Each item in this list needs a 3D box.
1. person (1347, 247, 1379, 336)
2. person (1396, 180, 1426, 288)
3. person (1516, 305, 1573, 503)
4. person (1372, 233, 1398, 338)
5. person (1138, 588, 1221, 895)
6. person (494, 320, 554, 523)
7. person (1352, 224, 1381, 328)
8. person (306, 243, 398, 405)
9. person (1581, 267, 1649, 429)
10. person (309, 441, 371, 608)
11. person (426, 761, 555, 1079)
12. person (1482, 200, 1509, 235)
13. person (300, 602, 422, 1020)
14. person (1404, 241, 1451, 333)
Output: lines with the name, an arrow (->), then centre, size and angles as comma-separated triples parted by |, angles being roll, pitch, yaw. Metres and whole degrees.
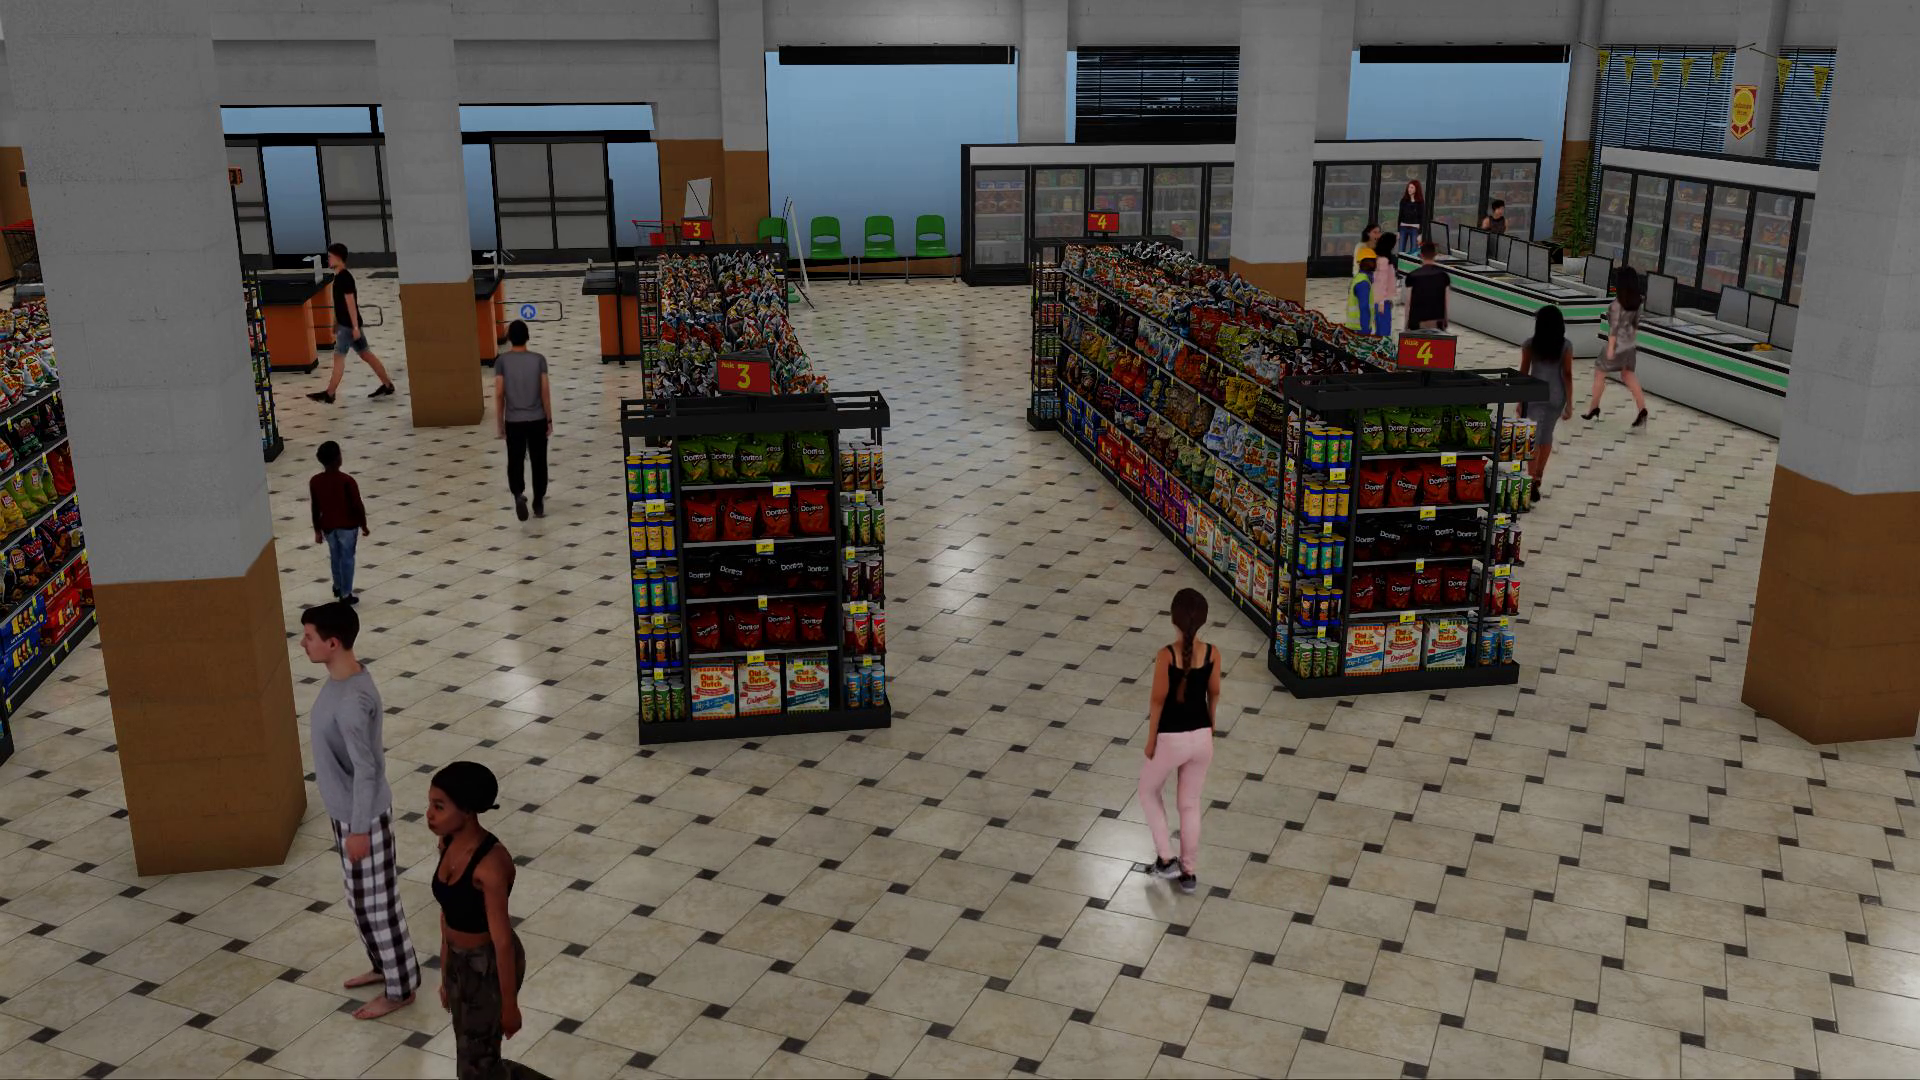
person -> 4.513, -2.391, 18.753 | 0.790, 1.812, 0.610 | 2, 17, 7
person -> 7.496, -5.098, 27.707 | 0.669, 1.789, 0.720 | 10, 19, 29
person -> 5.225, -1.166, 14.867 | 0.925, 1.727, 1.214 | 4, 17, 14
person -> 5.170, -2.918, 20.578 | 0.820, 1.762, 0.667 | 4, 17, 12
person -> 1.091, 1.004, 8.024 | 0.550, 1.550, 0.573 | -4, 17, -14
person -> -3.742, -1.007, 14.330 | 0.673, 1.736, 0.969 | -5, 17, -15
person -> 5.519, -3.517, 22.838 | 0.715, 1.593, 1.039 | -4, 17, -14
person -> -6.849, -2.439, 18.937 | 0.947, 1.799, 1.223 | -7, 18, -23
person -> 7.068, -1.996, 17.633 | 0.820, 1.708, 1.164 | -8, 19, -25
person -> -4.560, -0.092, 12.157 | 0.578, 1.246, 0.631 | 2, 17, 7
person -> -1.629, 1.552, 5.976 | 0.827, 1.692, 0.813 | -13, 21, -37
person -> 8.425, -4.620, 26.494 | 0.610, 1.582, 0.615 | -1, 17, -3
person -> -2.547, 1.138, 7.073 | 0.746, 1.847, 0.575 | -8, 19, -24
person -> 5.329, -2.464, 18.996 | 0.832, 1.812, 1.111 | 0, 17, 2
